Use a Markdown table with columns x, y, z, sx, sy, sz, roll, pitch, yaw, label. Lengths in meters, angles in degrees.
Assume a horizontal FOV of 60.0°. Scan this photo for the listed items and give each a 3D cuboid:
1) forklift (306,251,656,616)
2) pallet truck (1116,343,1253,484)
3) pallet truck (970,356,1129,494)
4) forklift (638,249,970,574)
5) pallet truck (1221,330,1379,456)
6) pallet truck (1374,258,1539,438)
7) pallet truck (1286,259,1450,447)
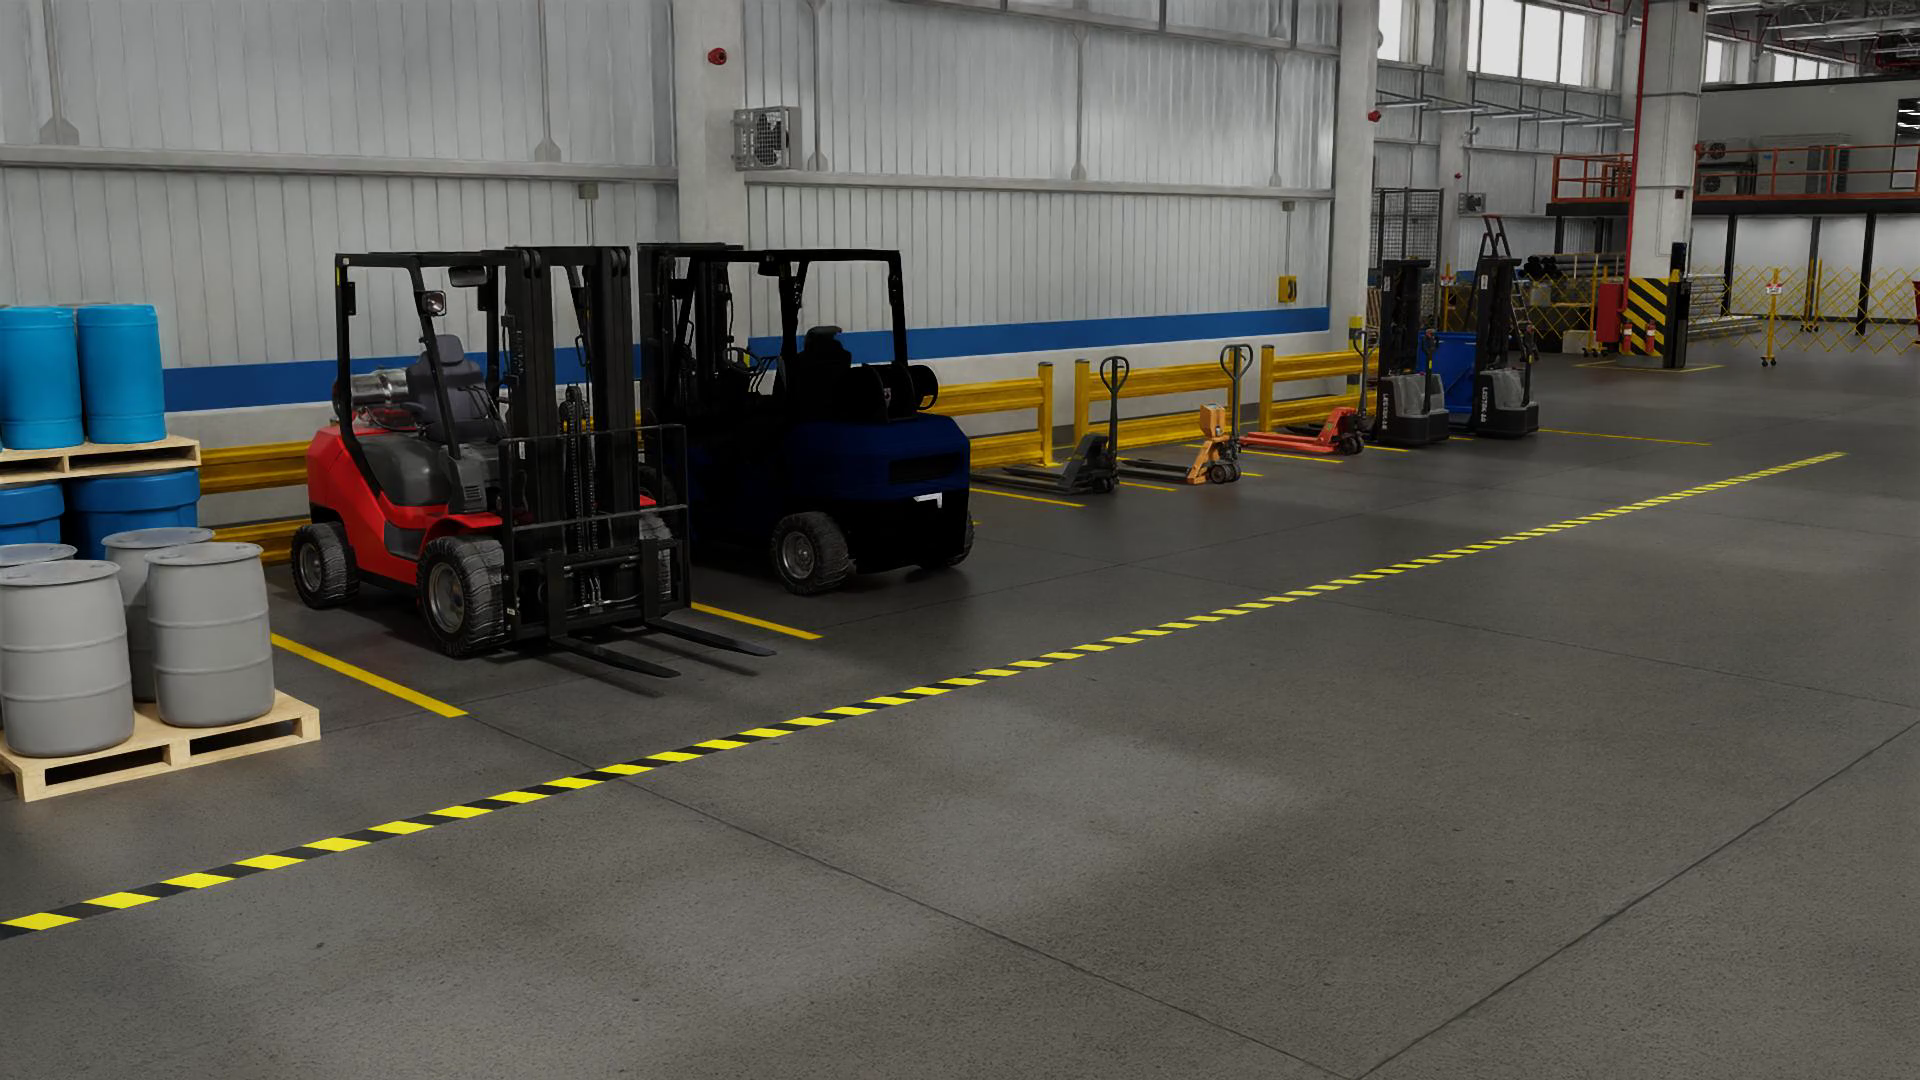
| x | y | z | sx | sy | sz | roll | pitch | yaw | label |
| --- | --- | --- | --- | --- | --- | --- | --- | --- | --- |
| -2.833 | -0.669 | 9.694 | 1.157 | 1.987 | 2.680 | -10 | 14 | -44 | forklift |
| 1.962 | -1.215 | 15.415 | 1.522 | 1.261 | 0.704 | 10 | 14 | 43 | pallet truck |
| 0.784 | -1.085 | 14.876 | 0.680 | 1.201 | 1.601 | -10 | 14 | -44 | pallet truck |
| -1.173 | -0.958 | 11.239 | 2.680 | 1.987 | 1.157 | 10 | 14 | 43 | forklift |
| 3.563 | -1.581 | 17.381 | 0.653 | 1.274 | 1.630 | -10 | 14 | -44 | pallet truck |
| 5.704 | -2.208 | 18.901 | 1.885 | 1.965 | 0.823 | 10 | 14 | 43 | pallet truck |
| 4.493 | -2.078 | 18.196 | 0.823 | 1.965 | 1.885 | -9 | 14 | -40 | pallet truck |
